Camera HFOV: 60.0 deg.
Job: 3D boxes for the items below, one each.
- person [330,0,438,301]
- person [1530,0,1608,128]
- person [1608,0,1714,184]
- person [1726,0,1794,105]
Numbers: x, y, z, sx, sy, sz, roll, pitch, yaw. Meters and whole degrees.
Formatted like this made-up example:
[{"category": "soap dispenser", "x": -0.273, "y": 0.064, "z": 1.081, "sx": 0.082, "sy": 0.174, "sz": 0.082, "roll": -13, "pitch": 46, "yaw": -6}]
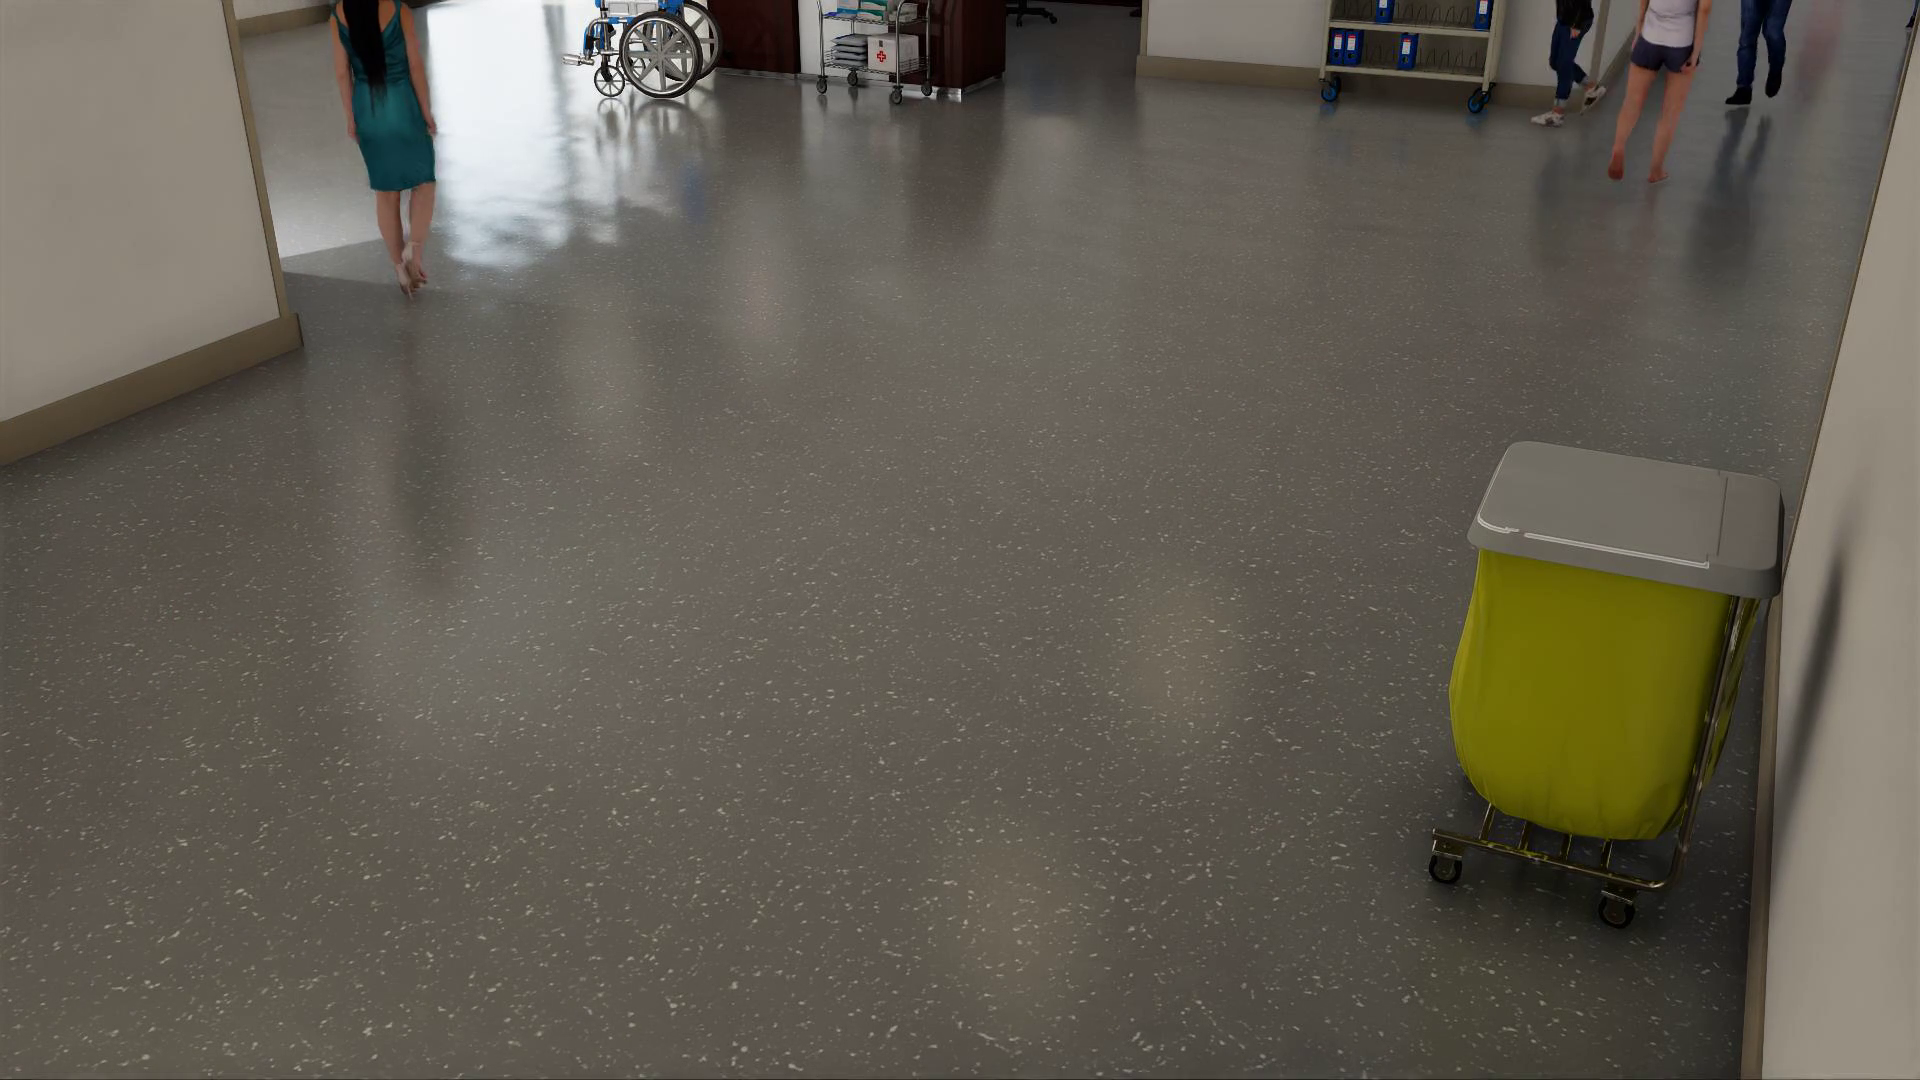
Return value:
[{"category": "person", "x": -2.675, "y": -1.924, "z": 7.750, "sx": 0.692, "sy": 1.677, "sz": 0.763, "roll": -4, "pitch": 26, "yaw": -8}, {"category": "person", "x": 4.297, "y": -3.601, "z": 11.467, "sx": 0.879, "sy": 1.469, "sz": 0.767, "roll": -2, "pitch": 26, "yaw": -3}, {"category": "person", "x": 4.117, "y": -2.905, "z": 9.772, "sx": 0.938, "sy": 1.688, "sz": 0.786, "roll": 19, "pitch": 32, "yaw": 35}, {"category": "person", "x": 5.923, "y": -4.099, "z": 12.034, "sx": 0.902, "sy": 1.875, "sz": 0.854, "roll": -23, "pitch": 34, "yaw": -39}]
